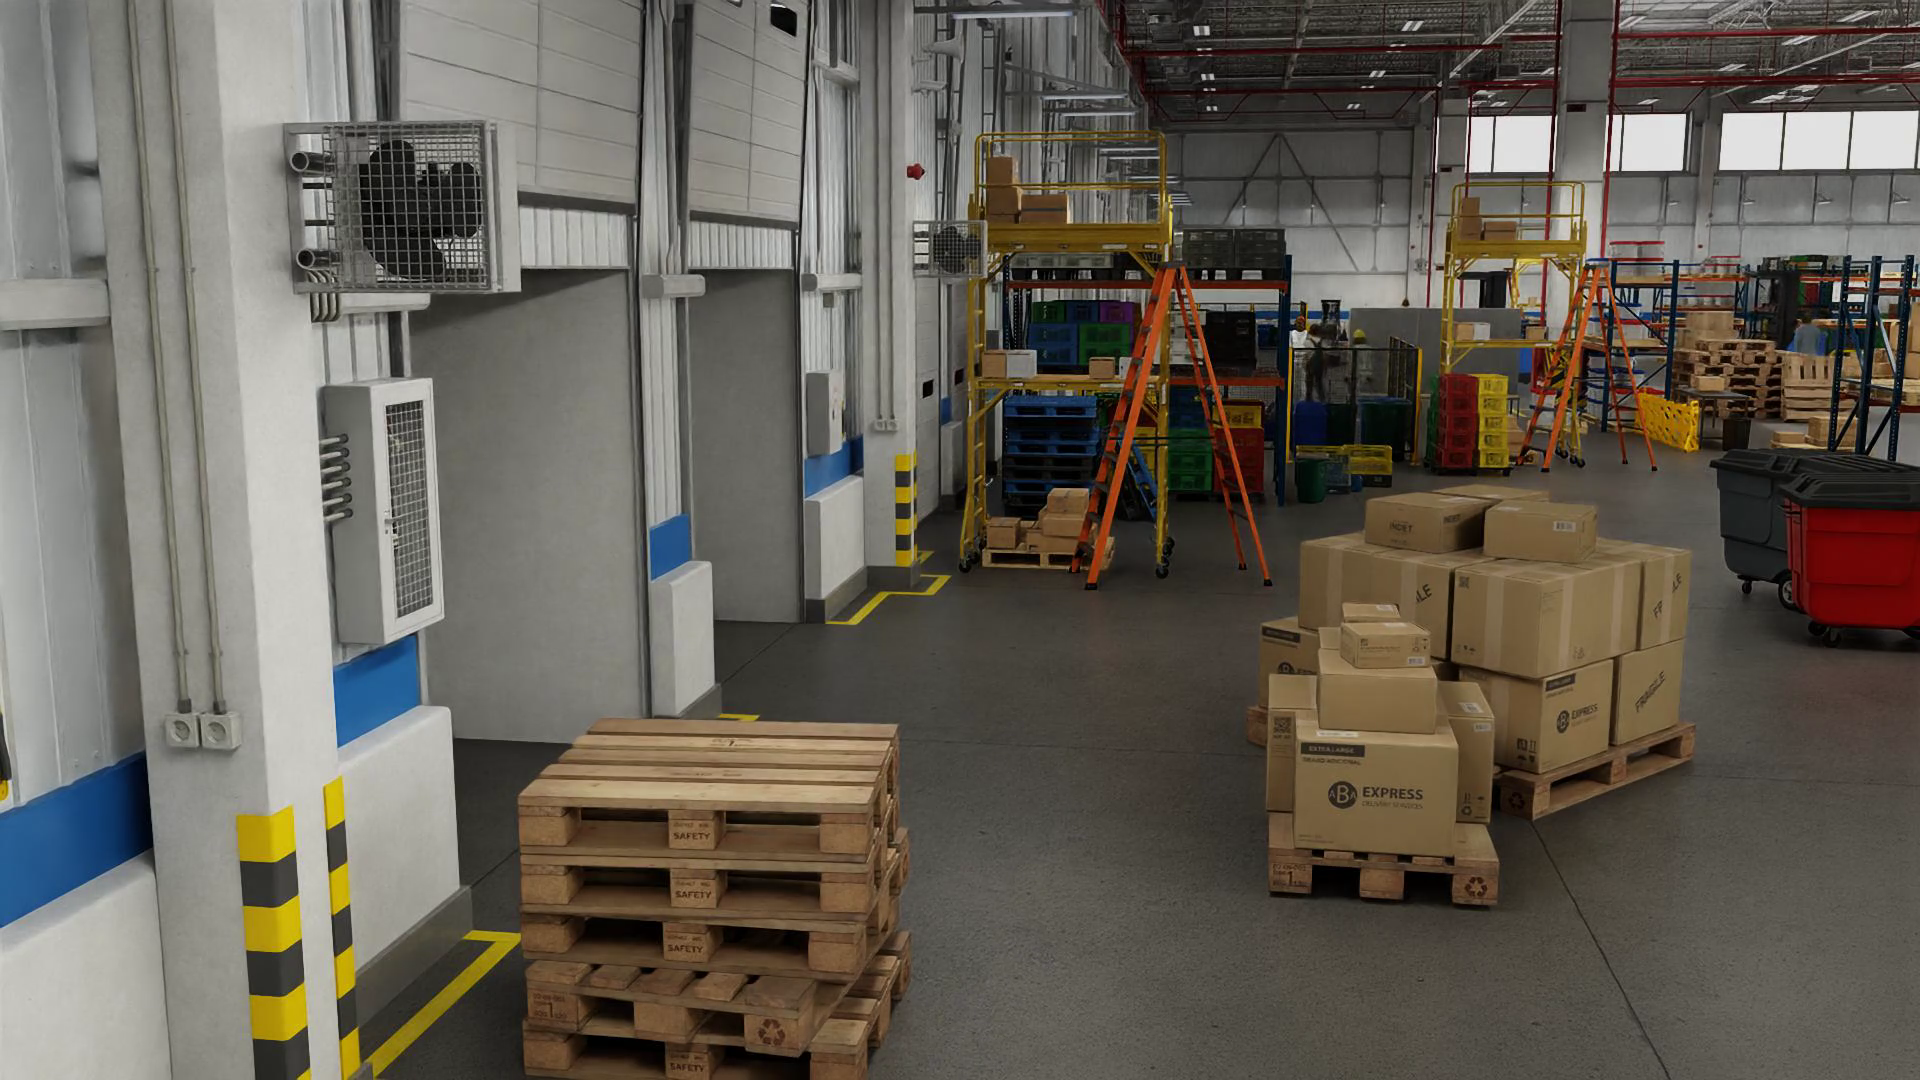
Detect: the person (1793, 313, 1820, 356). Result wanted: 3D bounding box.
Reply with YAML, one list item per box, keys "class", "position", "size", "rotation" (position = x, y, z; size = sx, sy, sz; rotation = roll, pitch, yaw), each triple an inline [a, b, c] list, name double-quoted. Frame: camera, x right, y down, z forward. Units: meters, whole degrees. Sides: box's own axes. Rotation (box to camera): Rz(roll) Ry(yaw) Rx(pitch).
- class: "person"
  position: [19.133, -4.201, 37.738]
  size: [0.649, 1.881, 1.022]
  rotation: [-1, 9, -6]

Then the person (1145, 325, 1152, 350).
- class: "person"
  position: [5.199, -5.367, 45.774]
  size: [0.522, 1.609, 0.739]
  rotation: [0, 9, 3]

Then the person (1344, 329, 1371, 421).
- class: "person"
  position: [7.538, -3.126, 31.592]
  size: [0.492, 1.732, 0.420]
  rotation: [-5, 11, -30]

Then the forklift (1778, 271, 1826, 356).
- class: "forklift"
  position: [23.922, -6.368, 48.042]
  size: [1.873, 2.768, 1.129]
  rotation: [1, 9, 9]

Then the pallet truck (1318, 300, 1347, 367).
- class: "pallet truck"
  position: [11.159, -6.200, 49.718]
  size: [0.823, 1.965, 1.885]
  rotation: [4, 10, 26]

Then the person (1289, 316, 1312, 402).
- class: "person"
  position: [7.146, -3.769, 35.083]
  size: [0.574, 1.882, 0.356]
  rotation: [2, 10, 14]

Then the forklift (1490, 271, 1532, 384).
- class: "forklift"
  position: [13.422, -5.322, 41.591]
  size: [1.873, 2.768, 1.129]
  rotation: [1, 9, 9]

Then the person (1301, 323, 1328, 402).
- class: "person"
  position: [6.939, -3.324, 32.504]
  size: [0.509, 1.829, 0.473]
  rotation: [-1, 9, -8]

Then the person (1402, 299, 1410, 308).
- class: "person"
  position: [14.304, -6.777, 53.459]
  size: [0.630, 1.940, 0.373]
  rotation: [1, 9, 9]
